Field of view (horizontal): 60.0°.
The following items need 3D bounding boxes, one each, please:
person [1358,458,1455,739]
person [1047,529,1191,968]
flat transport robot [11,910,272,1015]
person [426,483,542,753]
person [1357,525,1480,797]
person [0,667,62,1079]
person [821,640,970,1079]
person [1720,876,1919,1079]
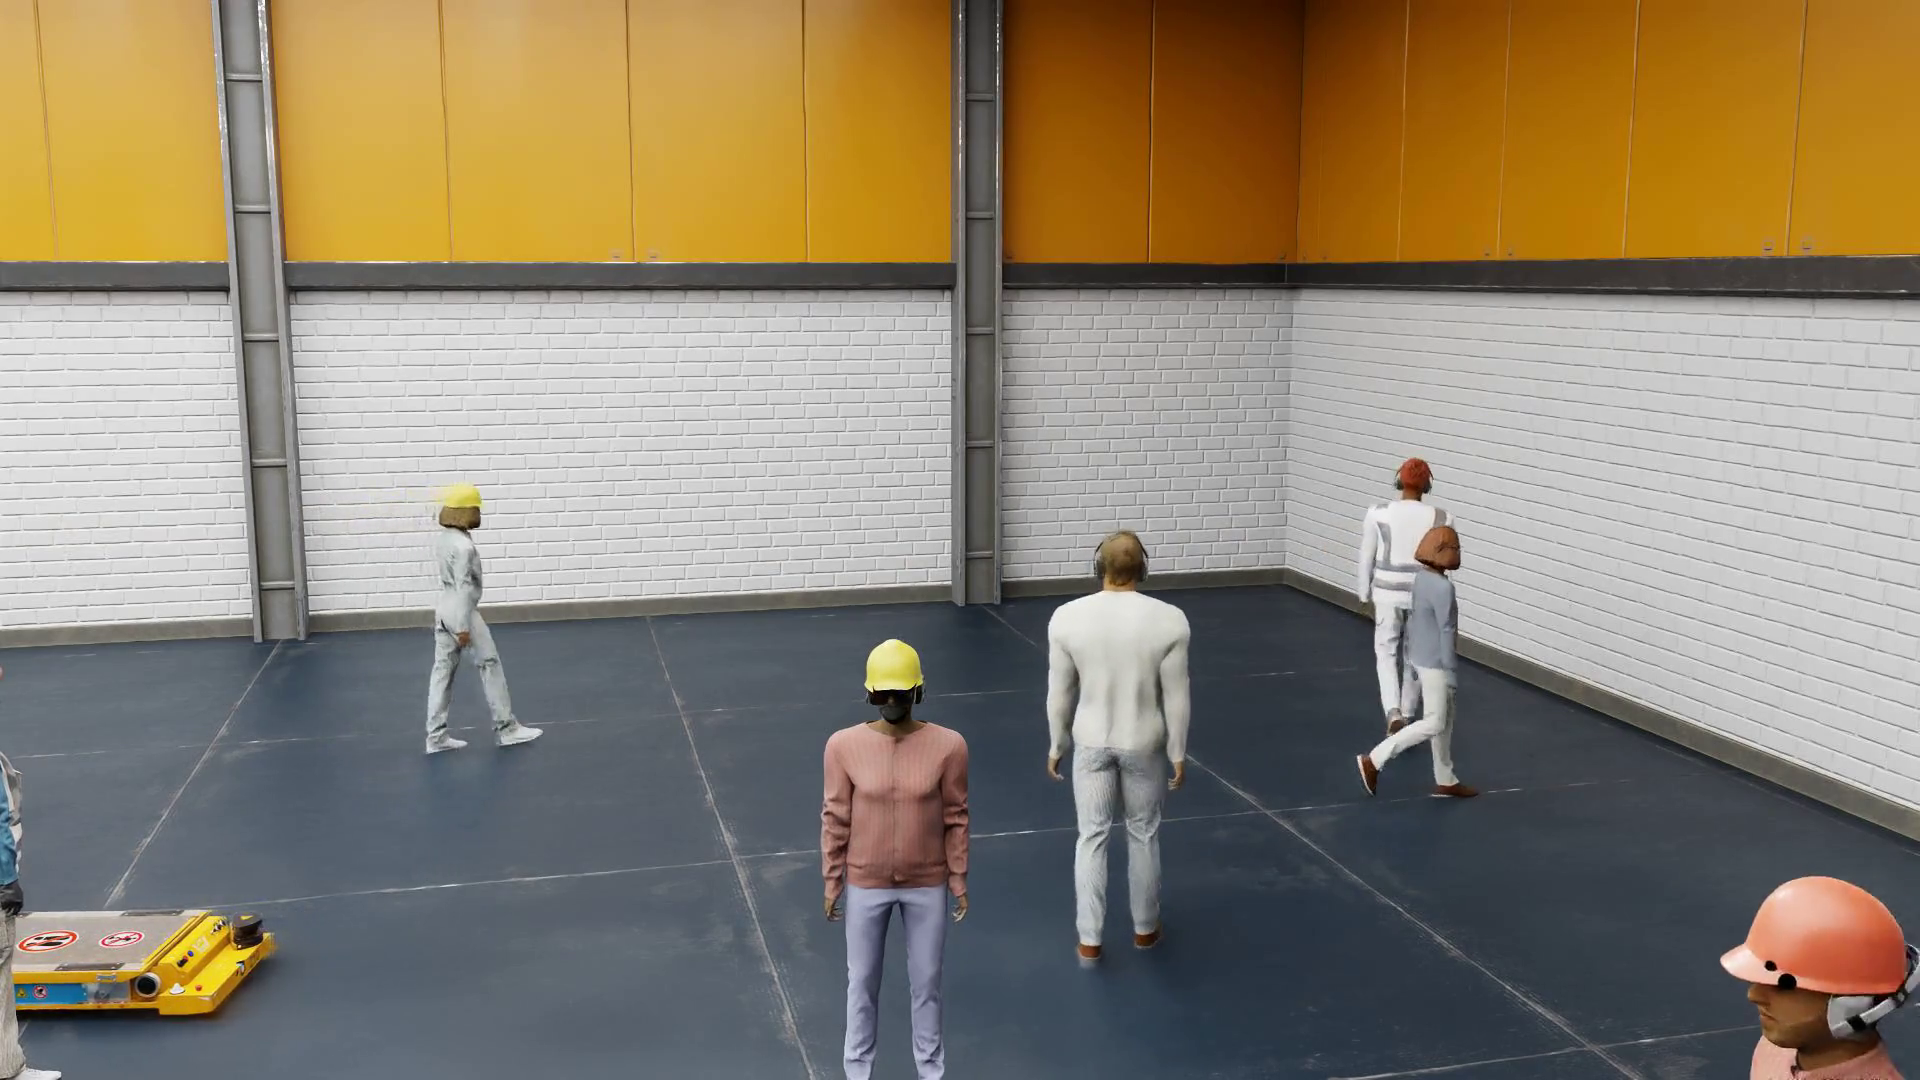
[{"bbox_3d":[2.894,0.390,10.803,0.577,1.858,0.855,1,9,8],"label":"person"},{"bbox_3d":[0.703,0.903,7.367,0.627,1.942,0.435,2,9,10],"label":"person"},{"bbox_3d":[-3.759,1.781,7.031,1.431,0.197,0.652,0,9,-2],"label":"flat transport robot"},{"bbox_3d":[-3.082,0.488,10.610,0.799,1.712,0.504,-7,11,-37],"label":"person"},{"bbox_3d":[2.658,0.710,9.525,0.679,1.614,0.506,0,9,2],"label":"person"},{"bbox_3d":[-3.631,1.241,6.147,0.513,1.640,0.309,7,11,35],"label":"person"},{"bbox_3d":[-0.226,1.217,5.903,0.533,1.768,0.310,-1,9,-4],"label":"person"},{"bbox_3d":[1.687,1.571,3.163,1.026,1.948,0.624,1,9,8],"label":"person"}]
